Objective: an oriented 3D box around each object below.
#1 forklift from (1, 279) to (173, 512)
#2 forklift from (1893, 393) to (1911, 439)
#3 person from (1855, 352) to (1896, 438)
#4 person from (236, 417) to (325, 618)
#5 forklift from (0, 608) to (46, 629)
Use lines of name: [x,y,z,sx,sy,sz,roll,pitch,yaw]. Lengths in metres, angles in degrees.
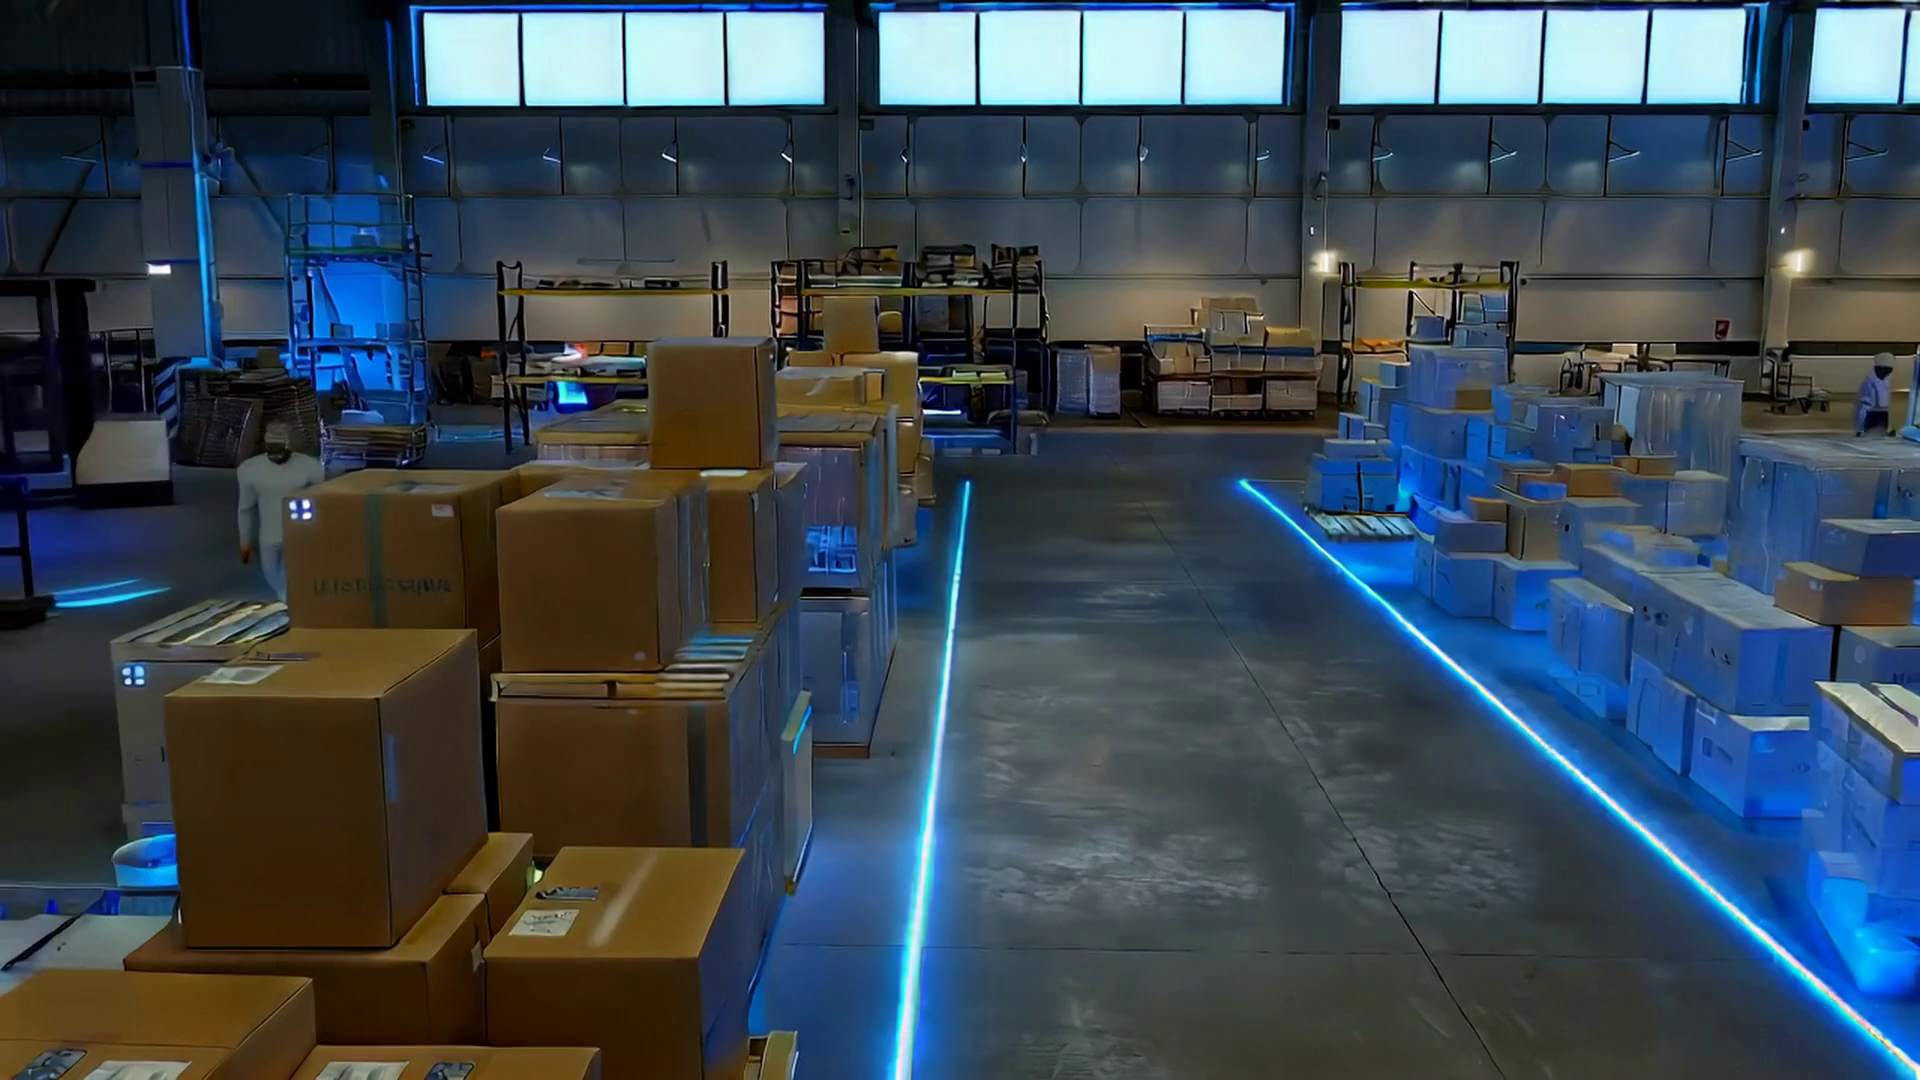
forklift: [-10.931,-1.845,20.689,1.873,2.768,1.129,-4,10,-25]
forklift: [14.732,-2.410,24.068,1.873,2.768,1.129,3,10,16]
person: [11.908,-1.488,21.563,0.585,1.879,0.793,-7,12,-37]
person: [-5.156,-0.026,12.780,0.645,1.903,0.904,-1,10,-8]
forklift: [-8.660,-0.615,13.317,1.129,2.768,1.873,8,12,40]
